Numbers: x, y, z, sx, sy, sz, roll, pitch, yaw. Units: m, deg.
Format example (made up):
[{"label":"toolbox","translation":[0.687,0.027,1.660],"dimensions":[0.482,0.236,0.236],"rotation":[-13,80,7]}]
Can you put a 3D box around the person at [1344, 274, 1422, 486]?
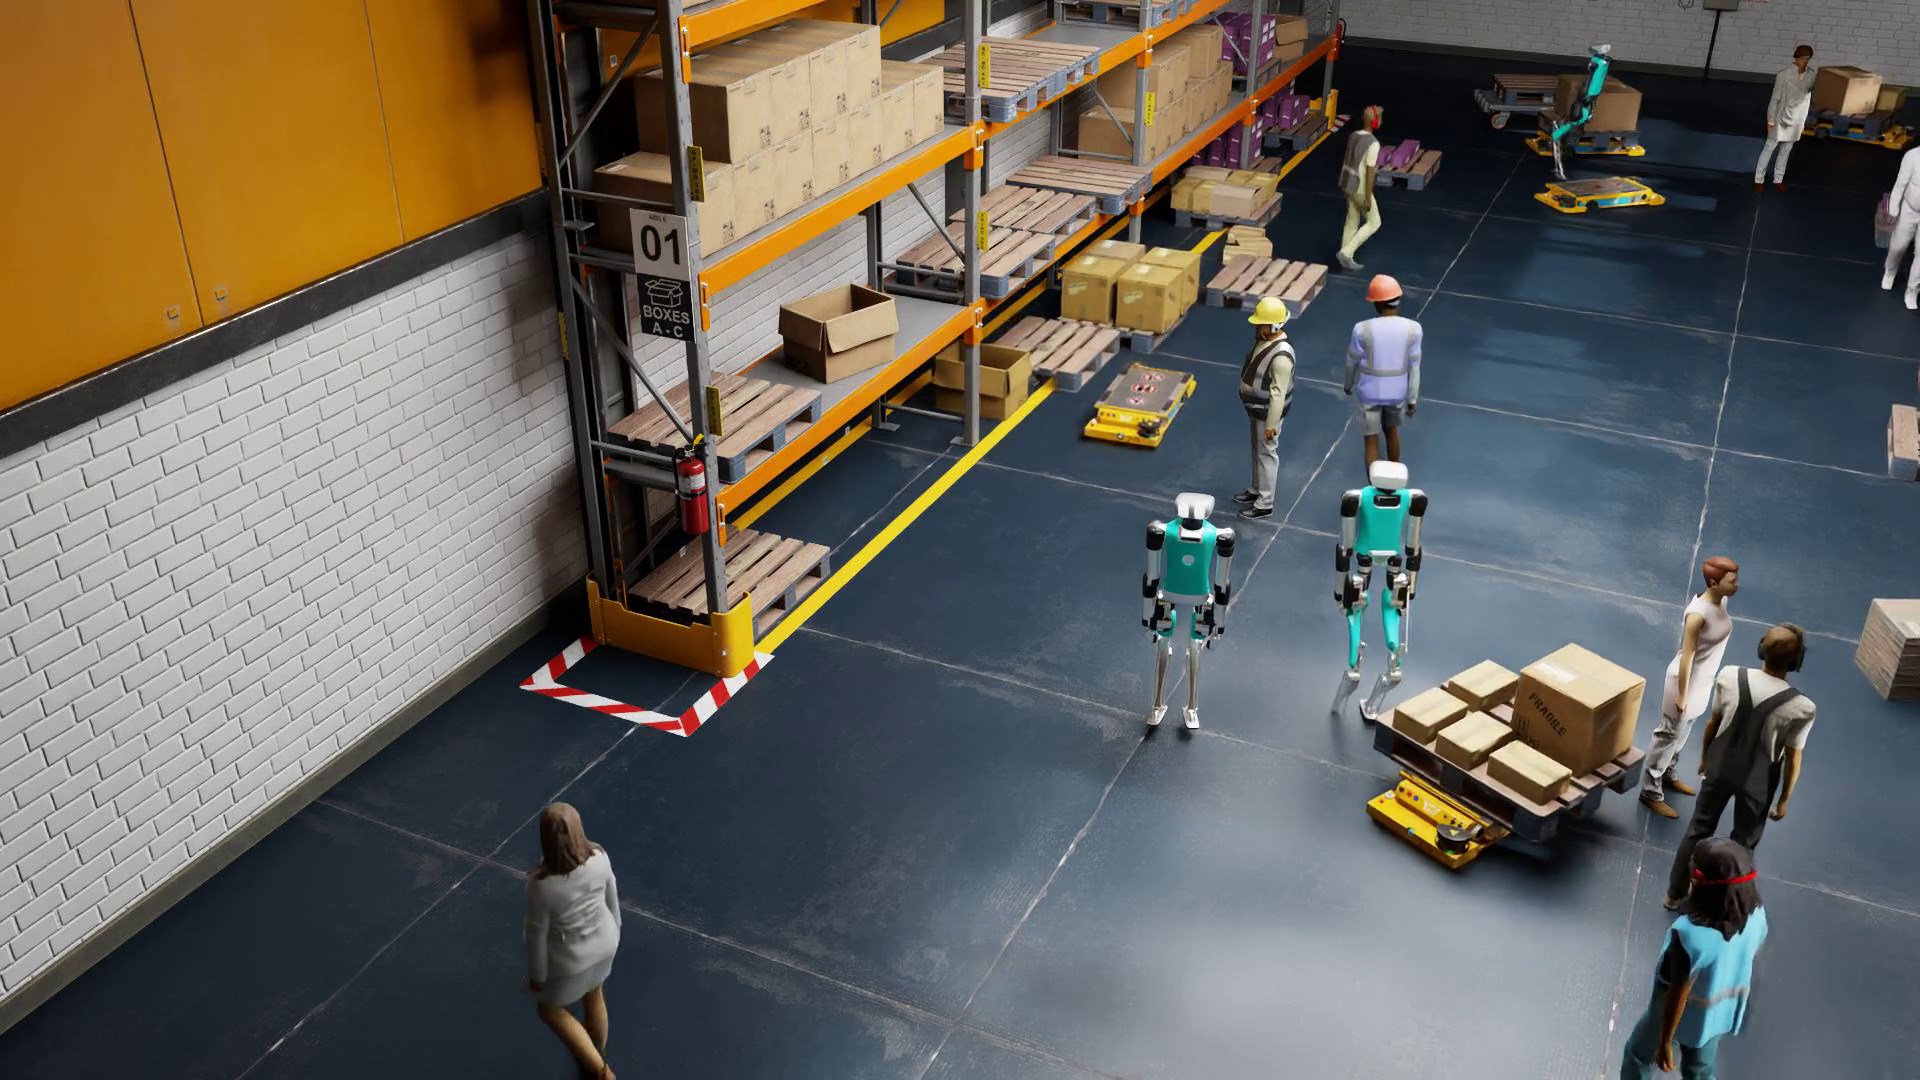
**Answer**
[{"label":"person","translation":[3.323,-1.179,13.199],"dimensions":[0.565,1.900,0.620],"rotation":[-1,28,-1]}]

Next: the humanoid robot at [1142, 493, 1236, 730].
[{"label":"humanoid robot","translation":[1.405,0.376,10.344],"dimensions":[0.533,1.677,0.735],"rotation":[5,29,9]}]

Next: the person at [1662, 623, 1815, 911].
[{"label":"person","translation":[4.127,1.255,8.759],"dimensions":[0.507,1.835,0.351],"rotation":[25,37,38]}]

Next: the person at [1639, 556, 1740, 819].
[{"label":"person","translation":[4.280,0.838,9.703],"dimensions":[0.285,1.662,0.445],"rotation":[23,36,36]}]

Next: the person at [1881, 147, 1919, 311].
[{"label":"person","translation":[10.040,-3.419,17.364],"dimensions":[0.646,1.879,0.784],"rotation":[13,31,23]}]

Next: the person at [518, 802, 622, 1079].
[{"label":"person","translation":[-1.762,1.924,7.704],"dimensions":[0.477,1.642,0.507],"rotation":[24,37,37]}]

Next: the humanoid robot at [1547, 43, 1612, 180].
[{"label":"humanoid robot","translation":[7.860,-5.530,21.447],"dimensions":[0.820,1.794,0.582],"rotation":[24,36,37]}]

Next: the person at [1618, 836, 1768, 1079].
[{"label":"person","translation":[3.215,2.089,7.202],"dimensions":[0.496,1.842,0.810],"rotation":[-10,30,-18]}]

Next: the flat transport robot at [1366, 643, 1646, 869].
[{"label":"flat transport robot","translation":[3.180,1.477,9.990],"dimensions":[1.431,0.231,0.659],"rotation":[-19,34,-31]}]

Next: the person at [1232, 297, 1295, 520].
[{"label":"person","translation":[2.382,-1.038,13.020],"dimensions":[0.403,1.825,0.589],"rotation":[-1,28,-3]}]

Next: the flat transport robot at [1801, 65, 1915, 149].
[{"label":"flat transport robot","translation":[12.587,-5.767,23.421],"dimensions":[1.431,0.231,0.659],"rotation":[22,35,35]}]

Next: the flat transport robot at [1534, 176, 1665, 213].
[{"label":"flat transport robot","translation":[7.959,-4.292,20.686],"dimensions":[1.431,0.231,0.659],"rotation":[-8,29,-14]}]

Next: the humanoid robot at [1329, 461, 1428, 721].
[{"label":"humanoid robot","translation":[2.622,0.438,10.394],"dimensions":[0.538,1.820,0.664],"rotation":[0,28,1]}]

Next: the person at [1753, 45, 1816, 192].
[{"label":"person","translation":[10.386,-5.280,20.878],"dimensions":[0.514,1.827,0.361],"rotation":[-1,28,-2]}]

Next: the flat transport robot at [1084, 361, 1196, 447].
[{"label":"flat transport robot","translation":[1.647,-1.239,15.025],"dimensions":[0.659,0.231,1.431],"rotation":[10,30,19]}]

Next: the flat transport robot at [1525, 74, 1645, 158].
[{"label":"flat transport robot","translation":[8.570,-5.440,22.815],"dimensions":[1.431,0.231,0.659],"rotation":[-1,28,-1]}]

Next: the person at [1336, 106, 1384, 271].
[{"label":"person","translation":[4.368,-3.799,18.122],"dimensions":[0.462,1.829,0.608],"rotation":[-7,29,-13]}]
